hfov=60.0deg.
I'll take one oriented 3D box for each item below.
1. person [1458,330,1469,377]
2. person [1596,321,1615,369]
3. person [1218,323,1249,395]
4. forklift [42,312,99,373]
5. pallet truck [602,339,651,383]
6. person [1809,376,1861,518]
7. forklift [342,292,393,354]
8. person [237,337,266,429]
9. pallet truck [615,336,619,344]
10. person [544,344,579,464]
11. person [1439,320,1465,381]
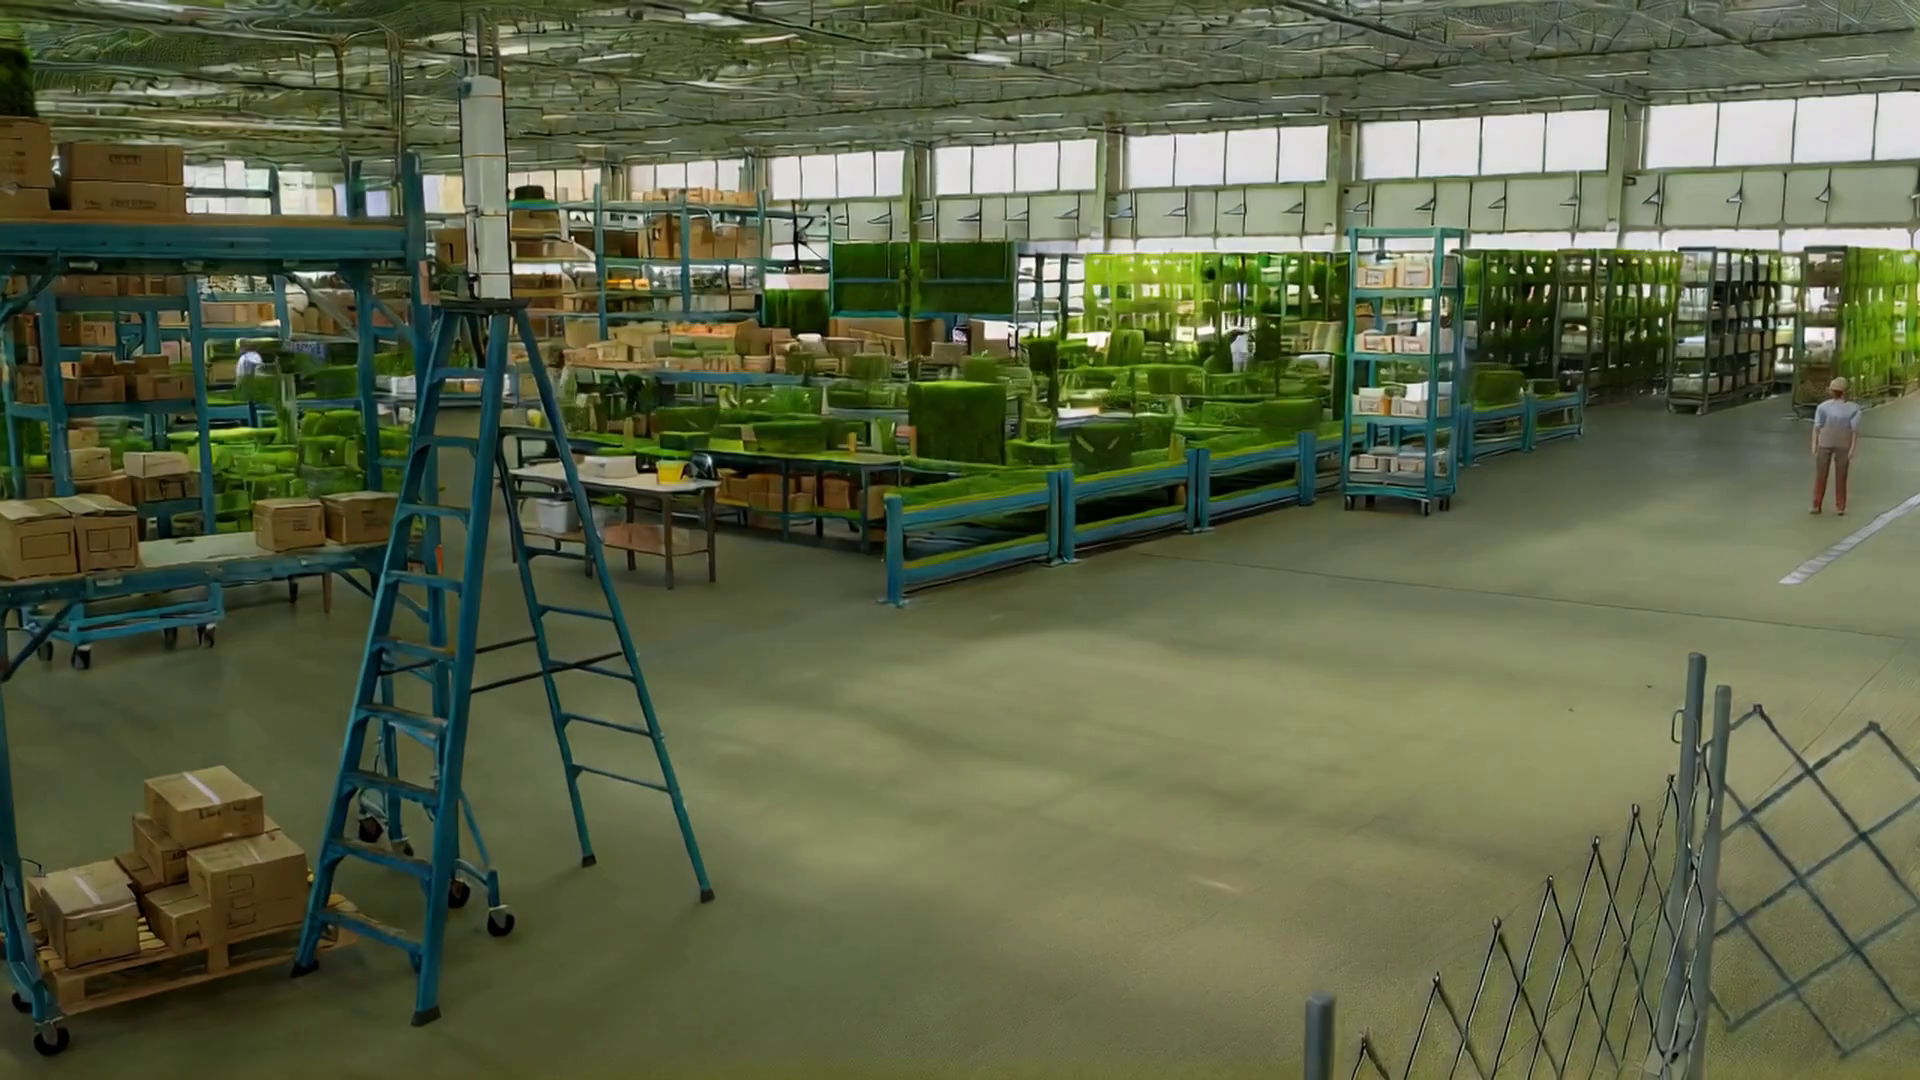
[{"bbox_3d":[11.483,-3.962,38.088,0.728,1.816,0.565,6,11,31],"label":"person"},{"bbox_3d":[17.101,-5.018,44.150,0.643,1.979,0.550,-5,10,-27],"label":"person"},{"bbox_3d":[6.785,-4.446,41.120,0.849,1.799,0.624,3,10,19],"label":"person"},{"bbox_3d":[-23.779,-5.451,44.052,1.873,2.768,1.129,7,11,36],"label":"forklift"},{"bbox_3d":[-8.991,-4.871,45.351,0.653,1.274,1.630,7,11,37],"label":"pallet truck"},{"bbox_3d":[10.923,-1.164,20.766,0.525,1.769,0.315,6,11,35],"label":"person"},{"bbox_3d":[-16.485,-5.622,45.120,1.129,2.768,1.873,7,11,37],"label":"forklift"},{"bbox_3d":[-12.988,-2.762,30.371,0.436,1.890,0.641,-7,12,-39],"label":"person"},{"bbox_3d":[-10.690,-5.294,48.215,1.601,1.201,0.680,-5,10,-26],"label":"pallet truck"},{"bbox_3d":[-6.356,-2.156,26.469,0.551,1.926,0.406,0,9,0],"label":"person"},{"bbox_3d":[10.730,-3.806,36.456,0.634,2.022,0.547,-4,10,-24],"label":"person"}]
